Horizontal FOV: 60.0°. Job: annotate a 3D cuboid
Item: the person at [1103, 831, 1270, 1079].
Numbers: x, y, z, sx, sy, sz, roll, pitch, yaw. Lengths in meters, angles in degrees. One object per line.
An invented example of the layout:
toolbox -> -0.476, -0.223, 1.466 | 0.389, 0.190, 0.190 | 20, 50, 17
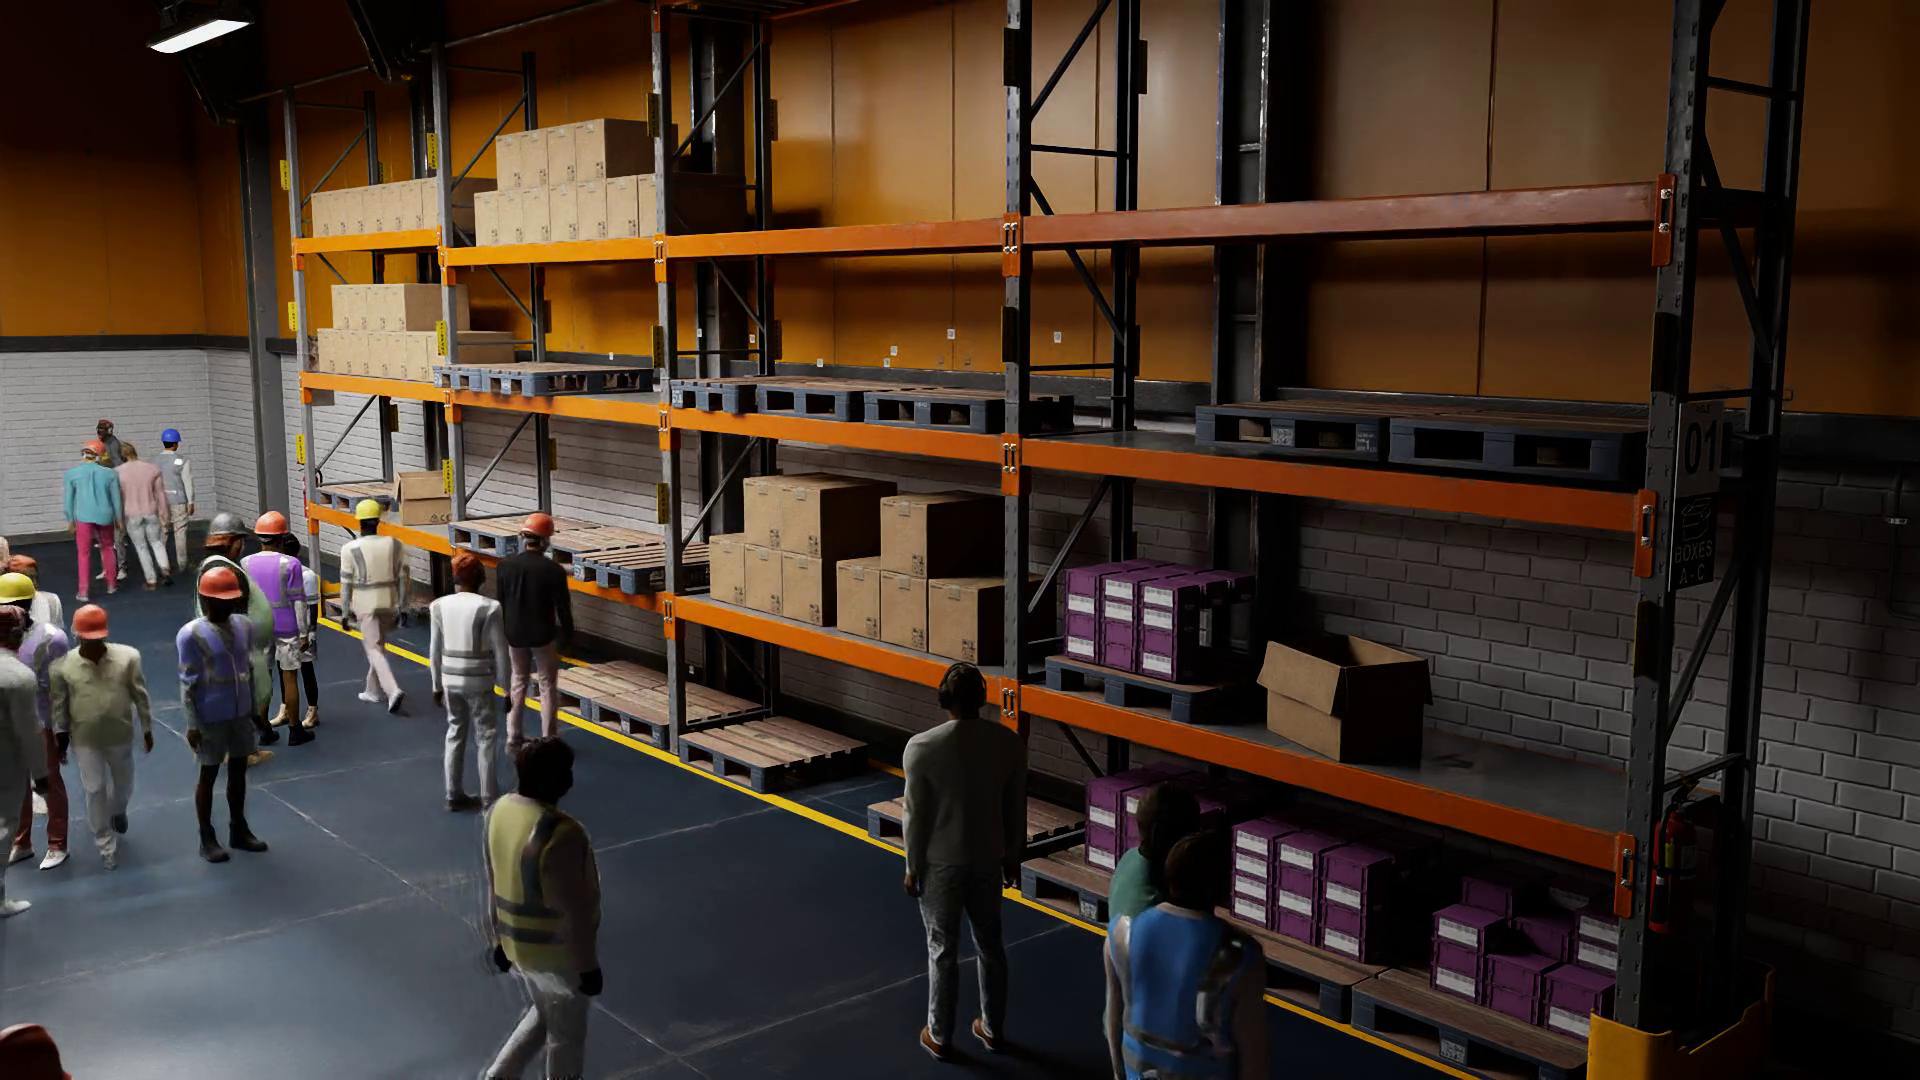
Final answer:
person -> 0.794, 1.912, 5.784 | 0.630, 1.839, 0.430 | 7, 11, 39

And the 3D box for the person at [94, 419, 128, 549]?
person -> -12.549, -0.820, 24.487 | 0.651, 1.913, 0.410 | 6, 10, 36

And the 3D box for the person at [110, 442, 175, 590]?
person -> -10.306, -0.288, 20.876 | 0.670, 1.893, 0.502 | -7, 11, -42

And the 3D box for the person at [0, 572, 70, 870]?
person -> -5.999, 1.158, 10.687 | 0.586, 1.928, 0.369 | 1, 8, 6

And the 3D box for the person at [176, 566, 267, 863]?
person -> -4.804, 1.127, 10.881 | 0.377, 1.933, 0.552 | 5, 9, 29

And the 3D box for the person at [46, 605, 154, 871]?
person -> -5.601, 1.239, 10.855 | 0.600, 1.720, 0.691 | -5, 10, -33

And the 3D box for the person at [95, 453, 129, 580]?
person -> -11.184, -0.336, 21.759 | 0.492, 1.731, 0.324 | 1, 8, 10

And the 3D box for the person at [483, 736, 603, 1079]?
person -> -1.772, 1.731, 7.056 | 0.516, 1.828, 0.630 | -7, 11, -42

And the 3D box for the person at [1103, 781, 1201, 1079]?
person -> 0.696, 1.820, 6.050 | 0.354, 1.936, 0.635 | 0, 8, 2

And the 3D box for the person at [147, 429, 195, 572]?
person -> -10.593, -0.526, 22.375 | 0.612, 1.941, 0.404 | 1, 8, 4

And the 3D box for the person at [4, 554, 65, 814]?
person -> -6.763, 1.008, 11.967 | 0.739, 1.861, 0.593 | 4, 9, 28

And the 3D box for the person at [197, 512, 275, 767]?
person -> -5.627, 0.775, 12.955 | 0.539, 2.000, 0.713 | -5, 9, -29

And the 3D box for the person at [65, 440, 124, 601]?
person -> -10.662, -0.256, 20.504 | 0.641, 1.929, 0.797 | -5, 9, -30

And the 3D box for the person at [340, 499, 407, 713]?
person -> -5.201, 0.579, 14.837 | 0.886, 1.899, 0.594 | 8, 11, 42

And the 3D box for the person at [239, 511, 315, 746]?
person -> -5.602, 0.729, 13.634 | 0.545, 1.938, 0.362 | 0, 8, 2

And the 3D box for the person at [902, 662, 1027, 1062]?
person -> 0.019, 1.544, 8.020 | 0.623, 1.932, 0.367 | -4, 9, -23

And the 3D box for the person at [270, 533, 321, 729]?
person -> -5.701, 0.771, 14.177 | 0.541, 1.695, 0.315 | 3, 9, 17

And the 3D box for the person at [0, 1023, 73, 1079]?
person -> -2.489, 2.149, 4.459 | 0.565, 1.739, 0.346 | 4, 9, 25

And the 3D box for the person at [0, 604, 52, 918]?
person -> -5.652, 1.316, 9.780 | 0.682, 1.871, 0.446 | 3, 9, 23

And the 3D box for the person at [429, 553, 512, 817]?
person -> -3.475, 1.026, 11.777 | 0.616, 1.879, 0.359 | 2, 9, 16

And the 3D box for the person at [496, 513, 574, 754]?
person -> -3.378, 0.768, 13.233 | 0.625, 1.976, 0.459 | 2, 8, 14
